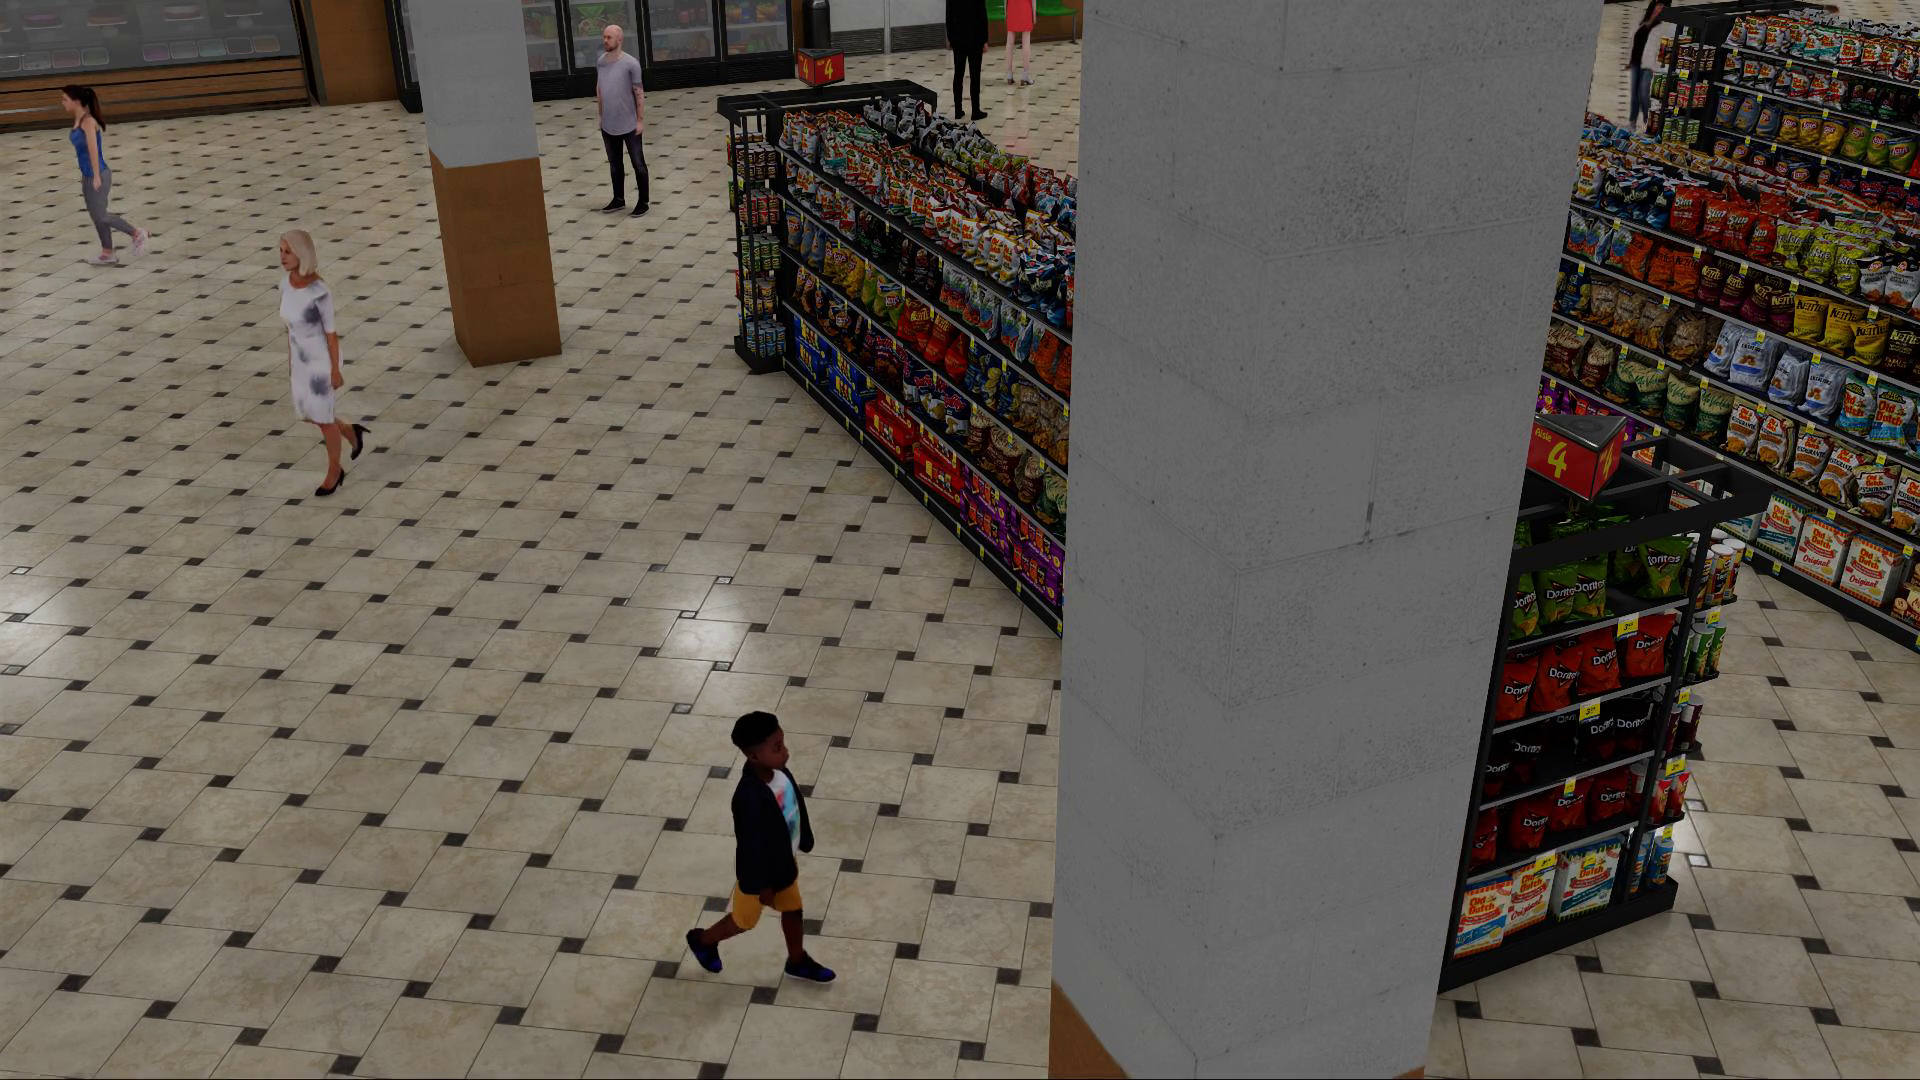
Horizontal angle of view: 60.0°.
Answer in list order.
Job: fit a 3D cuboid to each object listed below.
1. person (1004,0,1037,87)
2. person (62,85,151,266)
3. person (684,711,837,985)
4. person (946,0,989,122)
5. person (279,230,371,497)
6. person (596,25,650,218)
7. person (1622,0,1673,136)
[{"bbox_3d":[0.779,-6.931,21.885,0.637,1.828,0.718,12,29,23],"label":"person"},{"bbox_3d":[-7.684,-3.261,14.898,0.733,1.602,0.773,-19,33,-33],"label":"person"},{"bbox_3d":[-0.818,1.217,6.454,0.874,1.253,0.834,8,28,15],"label":"person"},{"bbox_3d":[0.088,-6.042,20.058,0.773,1.894,0.846,11,29,21],"label":"person"},{"bbox_3d":[-4.041,-1.144,10.575,0.841,1.737,0.874,14,30,25],"label":"person"},{"bbox_3d":[-3.321,-4.116,16.324,0.742,1.837,0.826,12,29,23],"label":"person"},{"bbox_3d":[7.988,-5.576,19.443,0.706,1.619,0.476,-4,27,-9],"label":"person"}]
